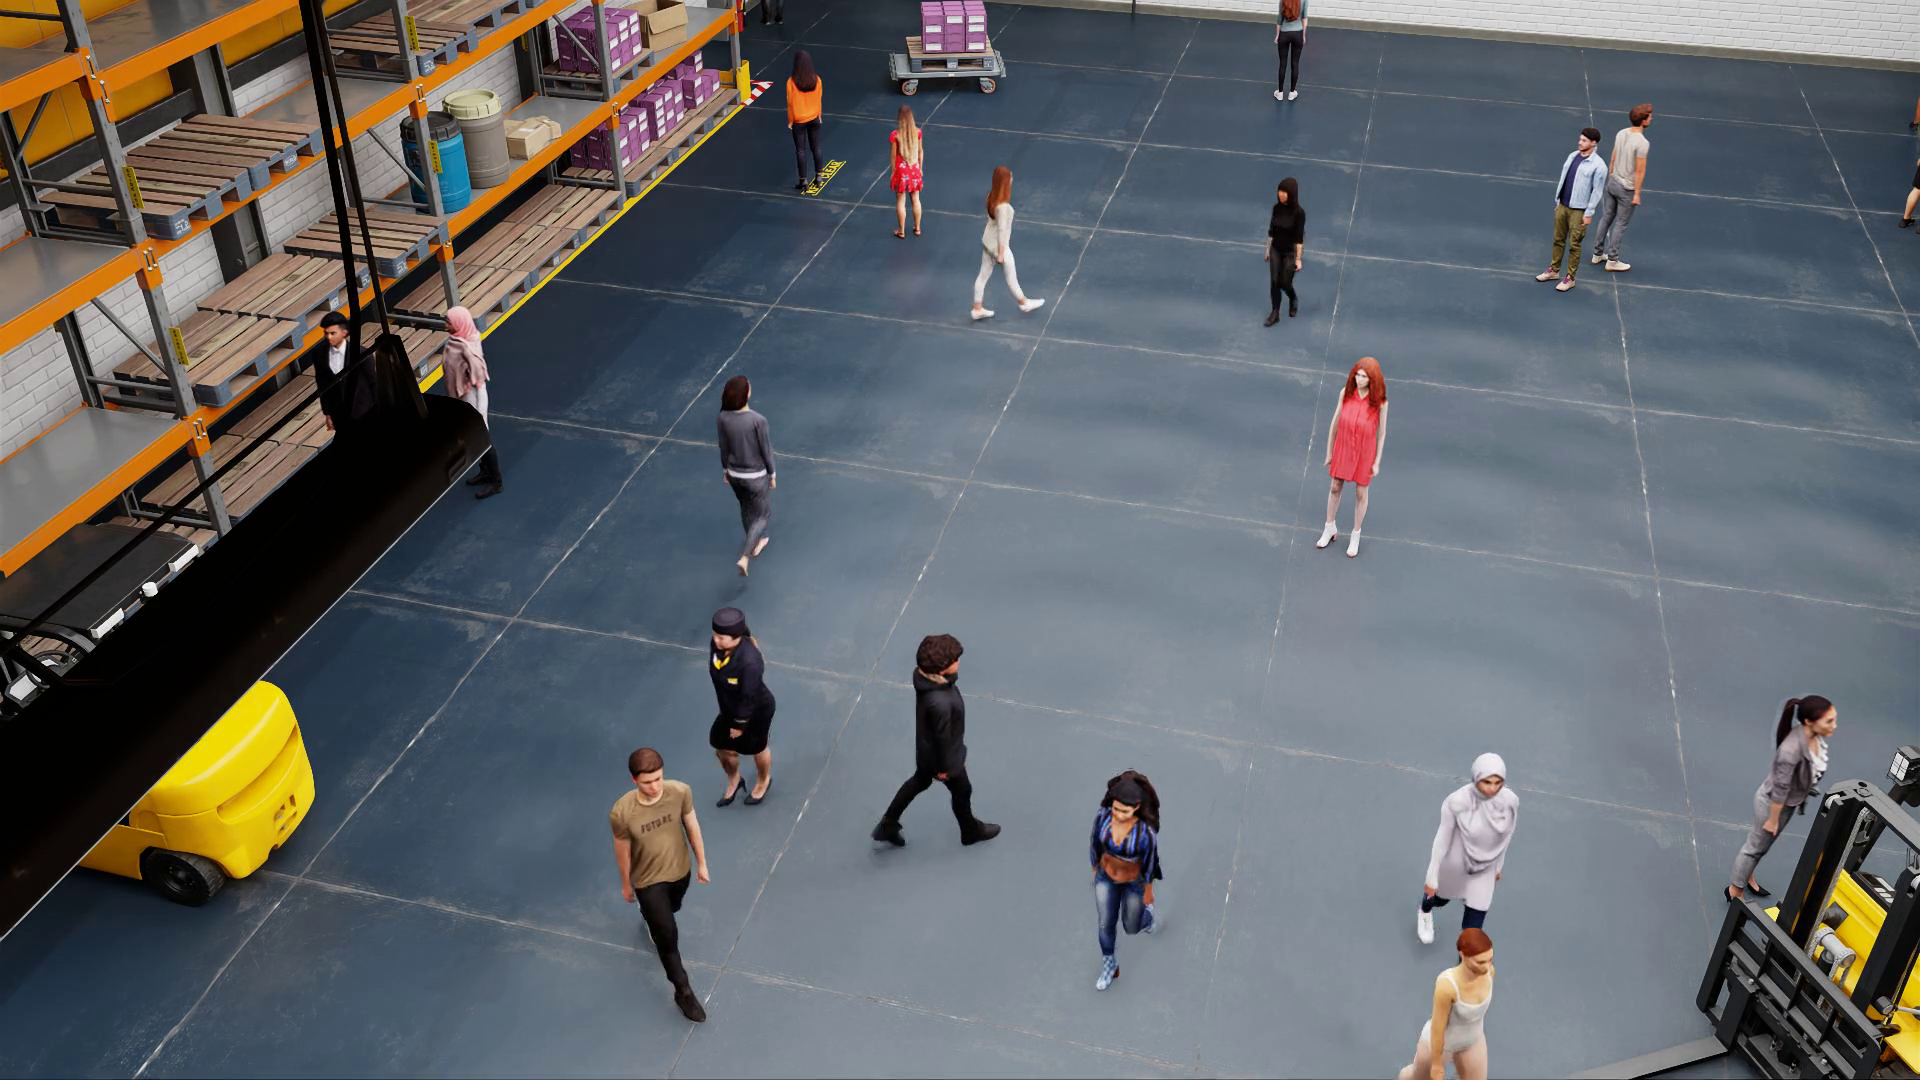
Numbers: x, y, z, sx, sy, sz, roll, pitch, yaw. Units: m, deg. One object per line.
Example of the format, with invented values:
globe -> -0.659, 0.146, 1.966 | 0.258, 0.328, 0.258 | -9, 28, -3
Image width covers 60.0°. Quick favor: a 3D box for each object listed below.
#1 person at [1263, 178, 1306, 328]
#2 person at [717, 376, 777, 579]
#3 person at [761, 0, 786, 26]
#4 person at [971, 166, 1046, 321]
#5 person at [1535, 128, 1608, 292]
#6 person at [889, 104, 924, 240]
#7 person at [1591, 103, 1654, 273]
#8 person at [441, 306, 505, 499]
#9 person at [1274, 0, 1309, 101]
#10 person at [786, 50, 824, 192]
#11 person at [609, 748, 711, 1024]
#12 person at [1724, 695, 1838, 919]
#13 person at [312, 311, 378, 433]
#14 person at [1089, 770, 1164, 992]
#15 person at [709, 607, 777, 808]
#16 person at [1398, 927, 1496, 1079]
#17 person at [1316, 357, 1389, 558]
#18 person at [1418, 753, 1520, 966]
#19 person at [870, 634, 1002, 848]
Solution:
person -> 3.451, -3.027, 17.455 | 0.734, 1.624, 0.813 | 26, 41, 33
person -> -1.754, -0.494, 13.532 | 0.643, 1.749, 0.984 | 10, 35, 14
person -> -2.940, -9.101, 26.435 | 0.763, 1.799, 0.802 | -14, 36, -20
person -> 0.305, -3.082, 17.487 | 1.063, 1.680, 1.055 | -15, 36, -21
person -> 6.728, -3.632, 18.196 | 0.809, 1.811, 0.733 | -16, 37, -22
person -> -0.625, -4.297, 19.393 | 0.665, 1.594, 0.702 | -11, 35, -16
person -> 7.420, -3.956, 18.605 | 0.805, 1.898, 0.701 | -11, 35, -16
person -> -4.272, -1.215, 14.566 | 0.797, 1.803, 0.738 | -18, 38, -25
person -> 4.663, -7.088, 23.459 | 0.595, 1.742, 0.562 | 5, 34, 8
person -> -1.911, -5.197, 20.607 | 0.699, 1.749, 0.760 | -18, 38, -25
person -> -1.796, 1.918, 9.840 | 1.216, 1.819, 1.235 | -20, 39, -28
person -> 5.123, 1.636, 10.392 | 0.771, 1.677, 0.663 | 26, 42, 33
person -> -5.226, -1.122, 14.354 | 0.739, 1.884, 0.629 | 2, 34, 2
person -> 1.003, 1.988, 9.924 | 0.748, 1.609, 0.909 | 19, 38, 26
person -> -1.387, 1.112, 11.197 | 0.833, 1.660, 0.805 | -29, 43, -36
person -> 2.581, 2.639, 8.946 | 0.953, 1.606, 1.046 | -15, 37, -22
person -> 3.268, -0.697, 13.767 | 0.655, 1.826, 0.604 | 18, 38, 25
person -> 2.981, 1.917, 9.916 | 0.837, 1.736, 1.199 | 0, 34, 1
person -> -0.211, 1.342, 10.762 | 1.082, 1.756, 1.127 | -11, 35, -17
